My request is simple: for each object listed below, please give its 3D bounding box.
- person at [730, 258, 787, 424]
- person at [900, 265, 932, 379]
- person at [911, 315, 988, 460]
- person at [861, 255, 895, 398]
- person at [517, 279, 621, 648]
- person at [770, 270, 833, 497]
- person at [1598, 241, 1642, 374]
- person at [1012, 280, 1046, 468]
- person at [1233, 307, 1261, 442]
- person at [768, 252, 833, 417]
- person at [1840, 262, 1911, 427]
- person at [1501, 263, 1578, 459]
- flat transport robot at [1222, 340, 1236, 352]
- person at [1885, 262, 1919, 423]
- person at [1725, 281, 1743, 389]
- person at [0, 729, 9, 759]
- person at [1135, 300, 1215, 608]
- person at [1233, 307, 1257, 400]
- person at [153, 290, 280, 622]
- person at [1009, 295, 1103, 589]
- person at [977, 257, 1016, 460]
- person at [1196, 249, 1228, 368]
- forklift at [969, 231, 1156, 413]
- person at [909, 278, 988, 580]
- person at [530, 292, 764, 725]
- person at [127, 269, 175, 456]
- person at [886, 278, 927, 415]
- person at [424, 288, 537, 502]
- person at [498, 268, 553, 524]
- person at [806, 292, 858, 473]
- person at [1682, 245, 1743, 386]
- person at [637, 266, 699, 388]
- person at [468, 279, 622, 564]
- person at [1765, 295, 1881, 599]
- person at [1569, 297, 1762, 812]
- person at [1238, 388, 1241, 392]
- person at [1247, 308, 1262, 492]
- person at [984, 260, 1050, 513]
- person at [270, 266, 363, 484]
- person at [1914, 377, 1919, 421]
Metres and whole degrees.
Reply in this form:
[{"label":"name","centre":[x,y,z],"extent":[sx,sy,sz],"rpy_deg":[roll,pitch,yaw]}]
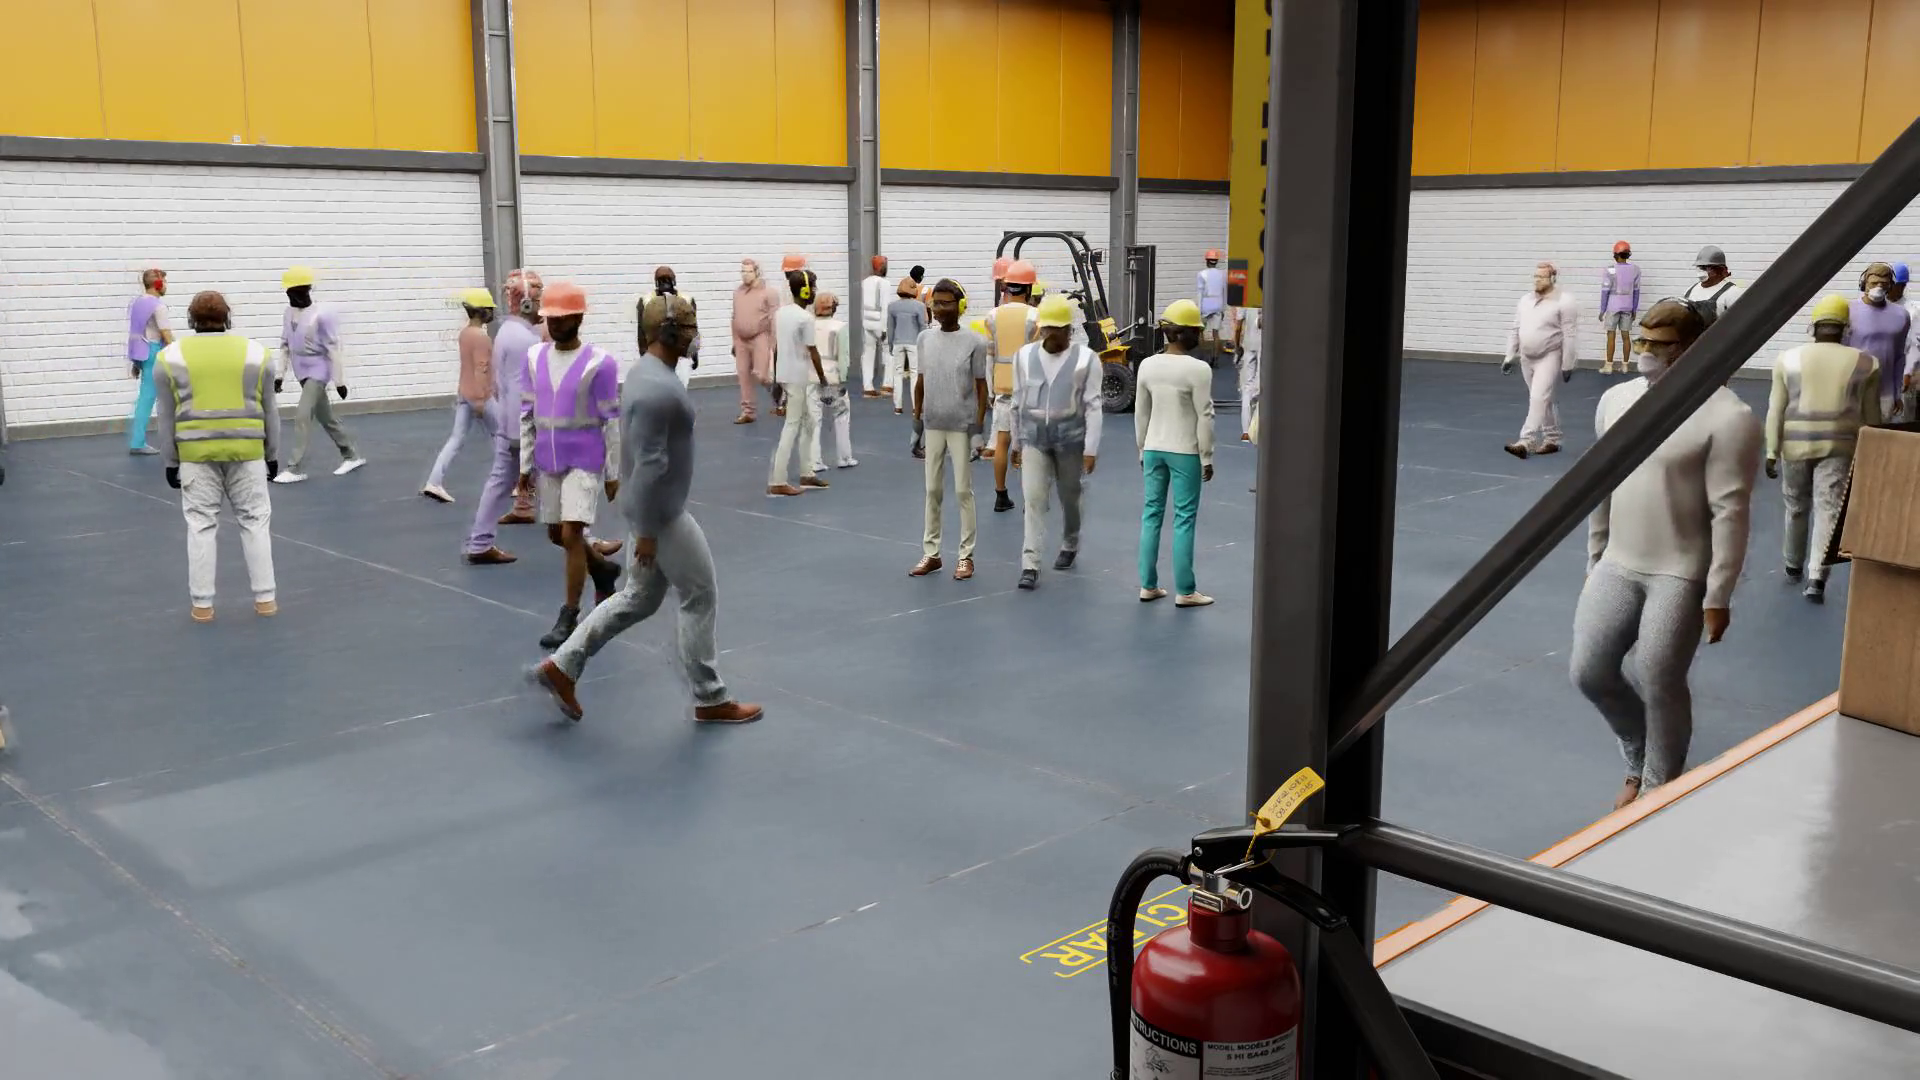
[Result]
[{"label":"person","centre":[-2.305,-2.270,18.963],"extent":[0.643,1.882,0.657],"rpy_deg":[6,12,31]},{"label":"person","centre":[-0.641,-3.216,24.639],"extent":[0.530,1.691,0.318],"rpy_deg":[4,11,19]},{"label":"person","centre":[-0.058,-1.556,15.888],"extent":[0.883,1.586,0.509],"rpy_deg":[-8,13,-37]},{"label":"person","centre":[-1.039,-2.808,21.928],"extent":[0.652,1.861,0.580],"rpy_deg":[-10,14,-43]},{"label":"person","centre":[-2.036,-0.434,8.877],"extent":[0.549,1.915,0.846],"rpy_deg":[4,11,20]},{"label":"person","centre":[-1.270,-1.279,13.660],"extent":[0.768,1.838,0.522],"rpy_deg":[-6,12,-30]},{"label":"person","centre":[10.124,-3.566,25.573],"extent":[0.608,2.048,0.365],"rpy_deg":[-1,10,-5]},{"label":"person","centre":[0.699,-1.515,15.214],"extent":[0.438,1.755,0.530],"rpy_deg":[-6,12,-28]},{"label":"person","centre":[3.087,-1.933,17.182],"extent":[0.520,1.862,0.333],"rpy_deg":[4,11,19]},{"label":"person","centre":[-1.840,-2.425,19.648],"extent":[0.852,1.947,0.617],"rpy_deg":[-4,11,-21]},{"label":"person","centre":[6.683,-1.077,12.300],"extent":[0.635,1.935,0.351],"rpy_deg":[-1,10,-7]},{"label":"person","centre":[5.537,-1.719,15.993],"extent":[0.996,1.861,0.638],"rpy_deg":[-6,12,-29]},{"label":"flat transport robot","centre":[5.512,-3.518,30.157],"extent":[1.431,0.197,0.652],"rpy_deg":[1,10,4]},{"label":"person","centre":[8.022,-1.444,14.416],"extent":[1.027,1.887,0.609],"rpy_deg":[-6,12,-30]},{"label":"person","centre":[7.626,-1.803,16.993],"extent":[0.800,1.672,0.543],"rpy_deg":[4,11,20]},{"label":"person","centre":[-4.389,-0.042,6.522],"extent":[1.071,1.982,0.630],"rpy_deg":[-5,11,-24]},{"label":"person","centre":[1.248,-0.497,9.610],"extent":[0.528,1.765,0.328],"rpy_deg":[10,14,44]},{"label":"person","centre":[3.689,-2.557,21.204],"extent":[0.530,1.620,0.374],"rpy_deg":[-8,13,-37]},{"label":"person","centre":[-4.115,-0.463,9.260],"extent":[0.626,1.836,0.432],"rpy_deg":[-5,11,-24]},{"label":"person","centre":[0.592,-0.625,10.300],"extent":[0.597,1.774,0.964],"rpy_deg":[3,11,14]},{"label":"person","centre":[0.609,-1.726,15.876],"extent":[0.934,1.950,0.616],"rpy_deg":[-5,12,-27]},{"label":"person","centre":[4.020,-3.738,26.877],"extent":[0.568,1.908,0.752],"rpy_deg":[-3,11,-15]},{"label":"forklift","centre":[1.222,-2.721,20.561],"extent":[2.313,2.155,1.214],"rpy_deg":[2,11,13]},{"label":"person","centre":[-0.081,-0.687,10.354],"extent":[0.510,1.872,0.328],"rpy_deg":[4,11,23]},{"label":"person","centre":[-1.377,-0.113,7.160],"extent":[0.932,1.905,0.641],"rpy_deg":[-2,11,-12]},{"label":"person","centre":[-7.788,-1.745,16.326],"extent":[0.950,1.793,0.600],"rpy_deg":[-10,14,-43]},{"label":"person","centre":[-0.630,-2.305,19.823],"extent":[0.501,1.632,0.285],"rpy_deg":[4,11,19]},{"label":"person","centre":[-3.918,-1.158,13.341],"extent":[0.904,1.723,0.529],"rpy_deg":[-8,13,-38]},{"label":"person","centre":[-3.161,-1.030,12.155],"extent":[0.587,1.896,0.668],"rpy_deg":[-1,10,-7]},{"label":"person","centre":[-1.173,-1.435,15.095],"extent":[0.526,1.613,0.629],"rpy_deg":[5,12,27]},{"label":"person","centre":[6.972,-1.743,15.646],"extent":[0.537,2.000,0.680],"rpy_deg":[-5,12,-26]},{"label":"person","centre":[-3.049,-1.954,17.403],"extent":[0.629,1.823,0.580],"rpy_deg":[-3,11,-15]},{"label":"person","centre":[-2.766,-0.758,10.783],"extent":[0.989,1.851,0.668],"rpy_deg":[-4,11,-21]},{"label":"person","centre":[5.141,-0.561,9.922],"extent":[0.612,1.784,0.947],"rpy_deg":[5,11,25]},{"label":"person","centre":[2.404,0.128,5.758],"extent":[0.430,1.923,0.651],"rpy_deg":[-6,12,-29]},{"label":"person","centre":[3.869,-2.719,22.174],"extent":[0.316,1.608,0.652],"rpy_deg":[-3,11,-14]},{"label":"person","centre":[2.523,-1.178,13.720],"extent":[0.333,1.618,0.505],"rpy_deg":[1,10,6]},{"label":"person","centre":[0.455,-1.168,12.794],"extent":[0.545,1.938,0.361],"rpy_deg":[5,12,25]},{"label":"person","centre":[-5.663,-1.457,14.563],"extent":[0.578,1.875,0.973],"rpy_deg":[8,13,37]},{"label":"person","centre":[9.810,-1.775,16.813],"extent":[0.553,1.663,0.769],"rpy_deg":[7,13,35]}]
